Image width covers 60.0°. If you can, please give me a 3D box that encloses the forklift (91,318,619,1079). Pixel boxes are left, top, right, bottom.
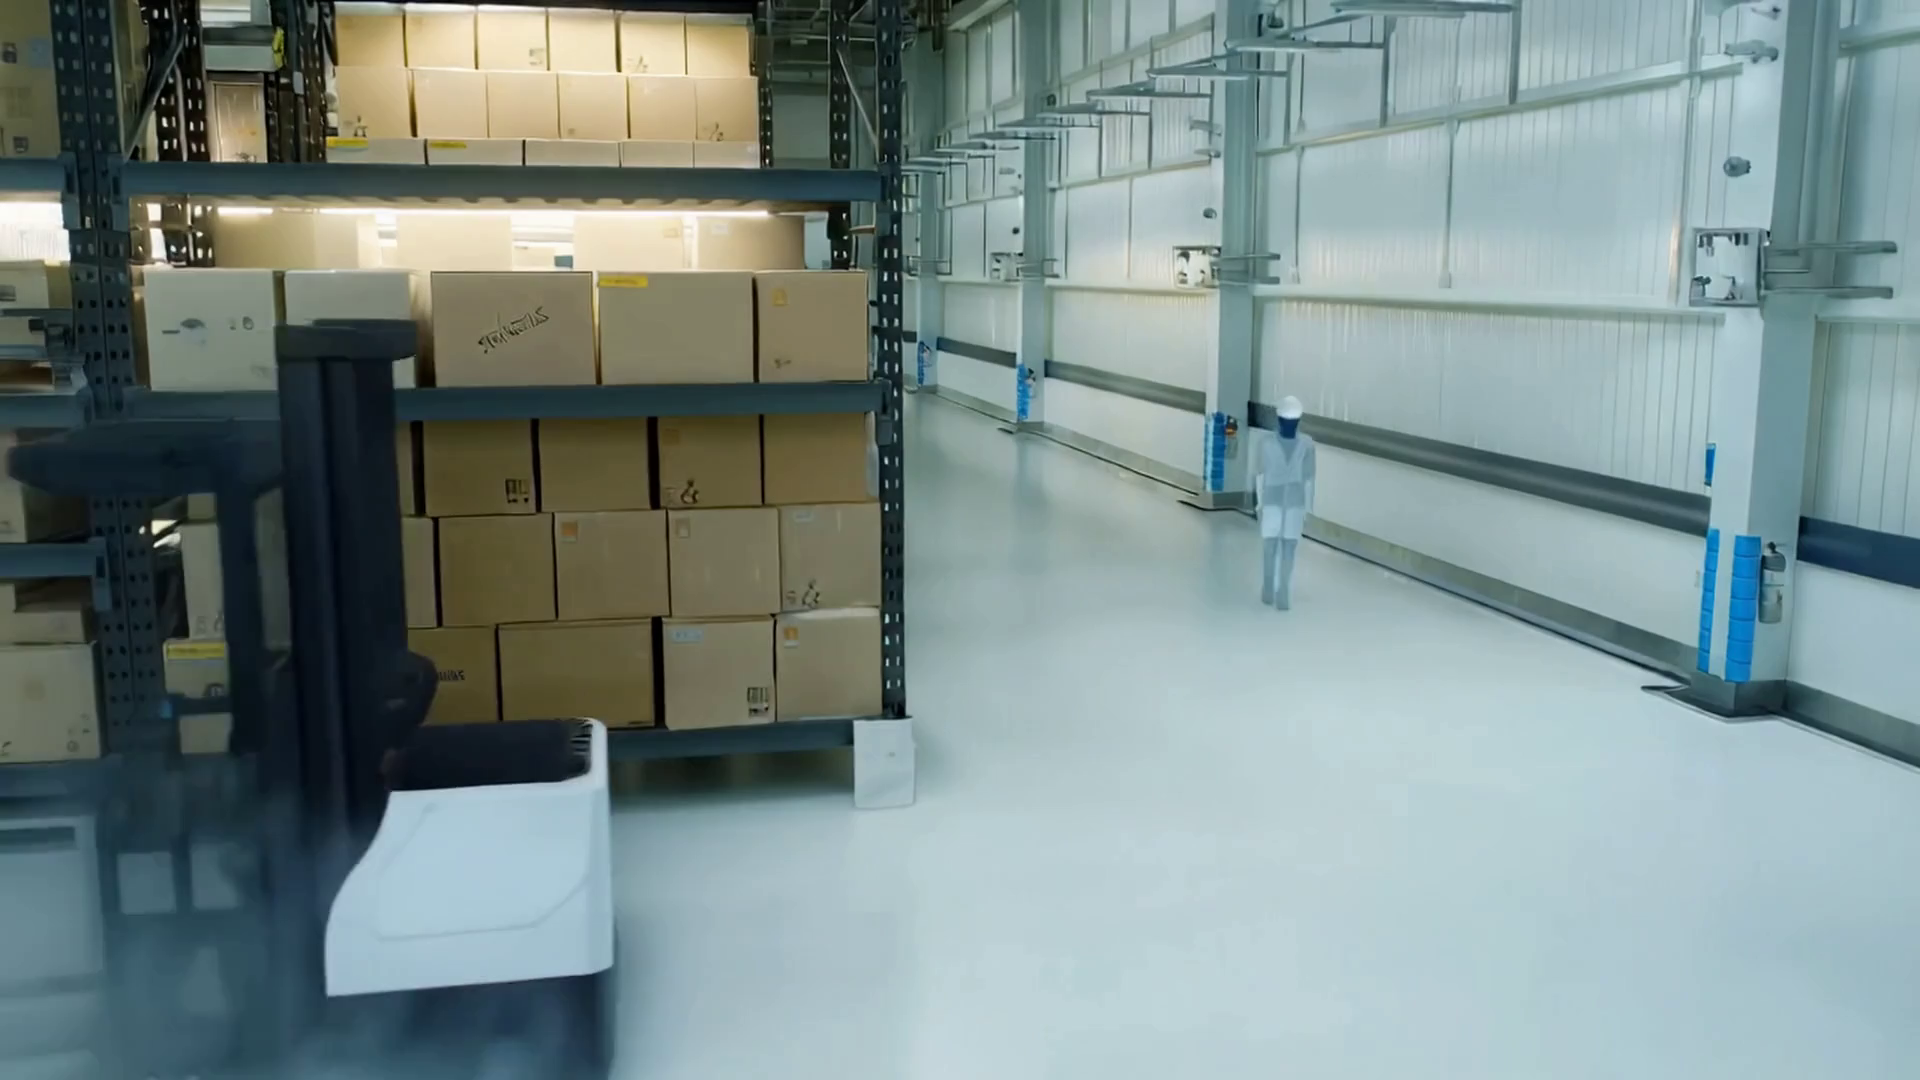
[{"bbox_3d":[-2.347,0.534,6.548,1.873,2.768,1.129,-2,10,-12],"label":"forklift"}]

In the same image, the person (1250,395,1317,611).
[{"bbox_3d":[2.860,-0.322,14.667,0.565,1.920,0.402,0,9,0],"label":"person"}]
